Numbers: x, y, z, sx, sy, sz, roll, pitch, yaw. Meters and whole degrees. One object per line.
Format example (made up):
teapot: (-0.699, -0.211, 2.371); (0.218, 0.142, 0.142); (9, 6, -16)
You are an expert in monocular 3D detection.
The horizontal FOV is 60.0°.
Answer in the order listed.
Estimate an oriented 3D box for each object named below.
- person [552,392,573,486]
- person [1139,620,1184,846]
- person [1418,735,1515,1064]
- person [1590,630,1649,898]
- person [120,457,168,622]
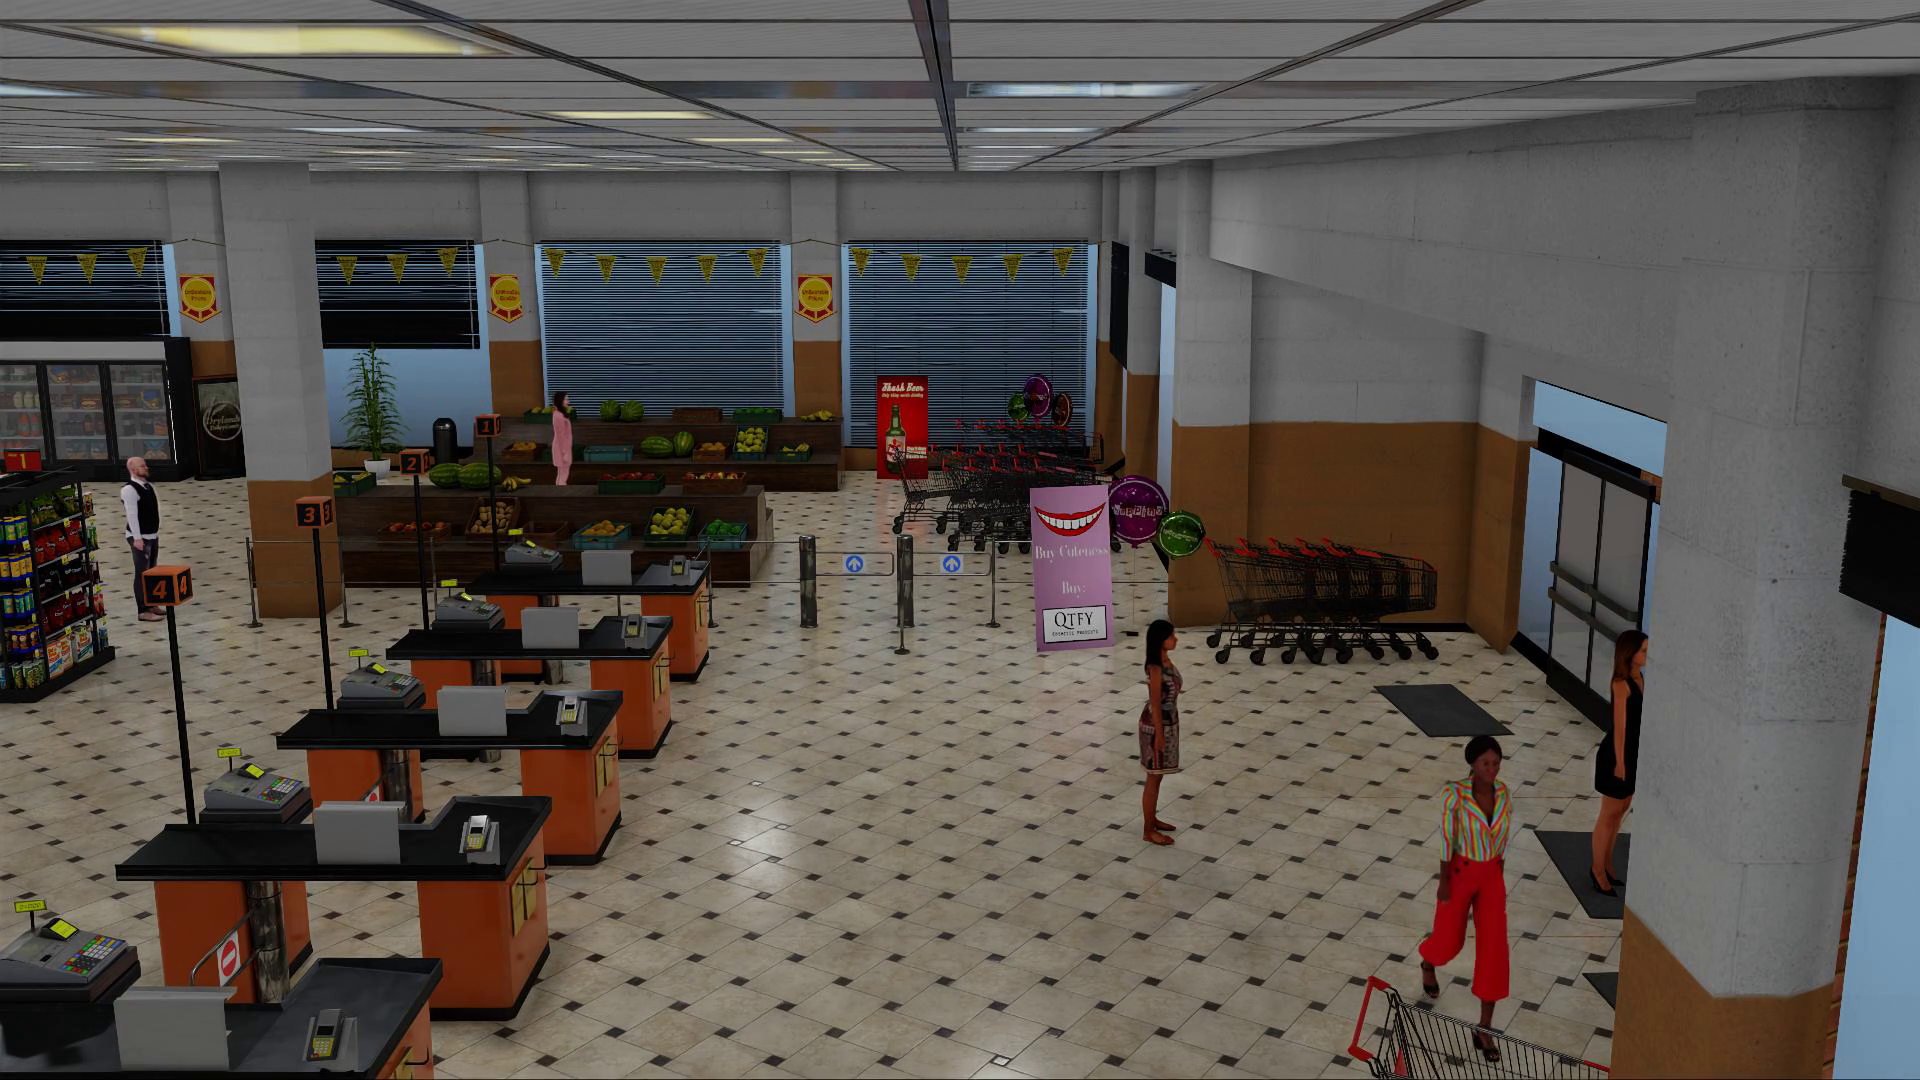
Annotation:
person: (-5.874, -1.284, 24.522); (0.626, 1.791, 0.668); (-4, 12, -17)
person: (1.456, 1.383, 12.211); (0.606, 1.645, 0.695); (3, 12, 13)
person: (2.814, 1.938, 9.315); (1.115, 1.752, 0.760); (-1, 12, -7)
person: (4.465, 1.497, 11.213); (0.705, 1.834, 0.669); (9, 15, 36)
person: (-9.062, -0.024, 18.461); (0.627, 1.824, 0.711); (-1, 12, -7)
